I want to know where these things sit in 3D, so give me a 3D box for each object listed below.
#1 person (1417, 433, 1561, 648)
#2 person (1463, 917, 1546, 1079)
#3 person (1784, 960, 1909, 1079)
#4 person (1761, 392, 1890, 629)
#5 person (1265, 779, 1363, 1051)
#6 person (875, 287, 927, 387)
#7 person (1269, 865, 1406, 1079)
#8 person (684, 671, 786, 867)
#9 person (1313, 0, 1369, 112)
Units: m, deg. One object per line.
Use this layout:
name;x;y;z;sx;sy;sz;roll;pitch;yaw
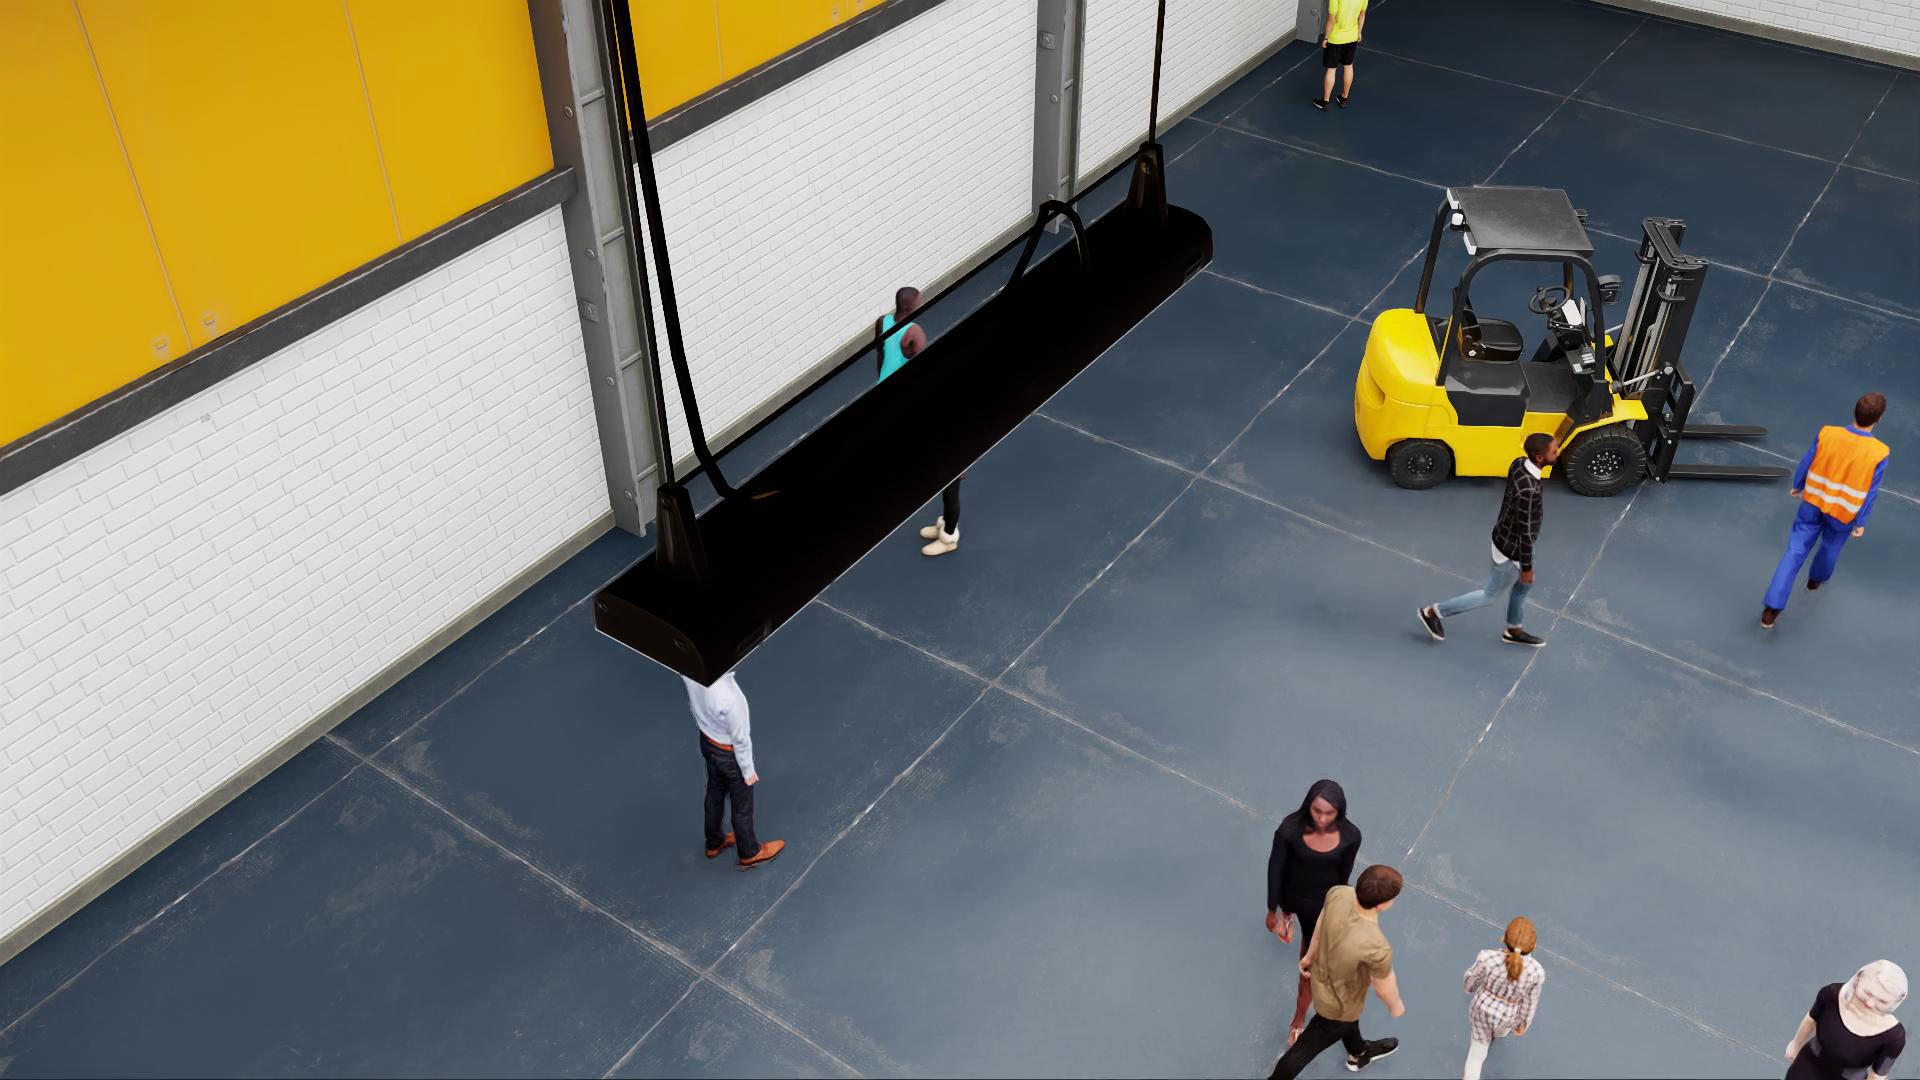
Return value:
person;3.698;0.041;11.405;0.969;1.792;1.176;10;40;12
person;2.807;2.521;8.721;0.705;1.266;0.992;12;40;15
person;4.323;2.614;8.192;1.222;1.781;0.748;-29;47;-31
person;6.038;-0.169;11.647;0.784;1.818;1.254;28;46;30
person;1.904;1.883;9.196;0.985;1.670;1.335;7;39;8
person;-0.516;-1.112;12.862;0.661;1.775;1.017;20;43;23
person;1.841;2.336;8.513;1.171;1.814;1.097;-9;39;-11
person;-1.393;1.252;9.889;0.738;1.792;0.718;-29;47;-31
person;4.290;-5.667;18.619;0.675;1.709;0.762;-10;40;-13
